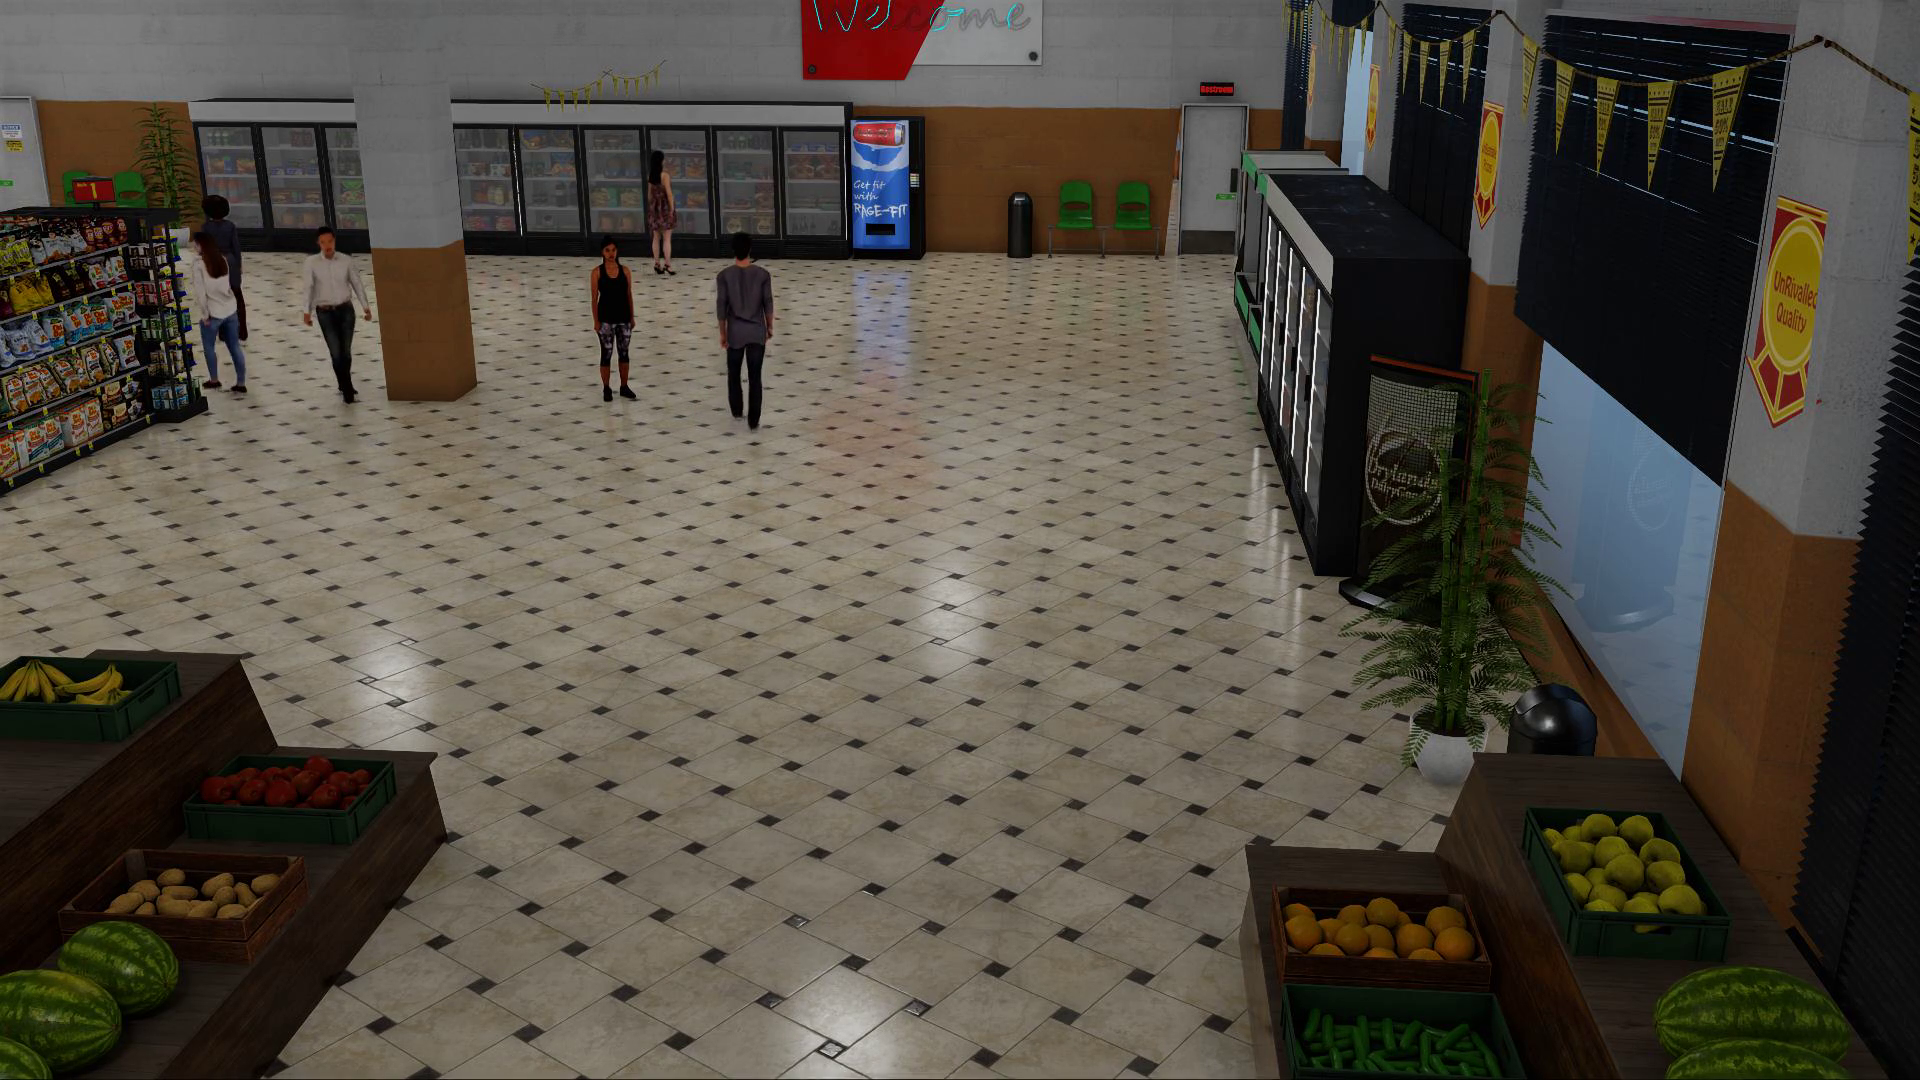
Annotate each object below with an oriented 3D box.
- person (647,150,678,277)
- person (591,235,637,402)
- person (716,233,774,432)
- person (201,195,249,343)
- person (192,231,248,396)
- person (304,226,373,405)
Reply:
[{"bbox_3d":[-4.309,-4.720,24.013,0.788,1.774,0.823,12,22,31],"label":"person"},{"bbox_3d":[-3.514,-2.258,16.887,0.660,1.663,0.684,-11,21,-29],"label":"person"},{"bbox_3d":[-2.012,-1.922,15.634,0.786,1.826,0.978,-1,19,-4],"label":"person"},{"bbox_3d":[-8.685,-3.202,19.615,0.646,1.707,0.690,-12,22,-33],"label":"person"},{"bbox_3d":[-7.506,-2.293,16.976,0.906,1.671,0.869,14,23,35],"label":"person"},{"bbox_3d":[-6.314,-2.272,16.783,1.170,1.755,1.293,-12,22,-32],"label":"person"}]
